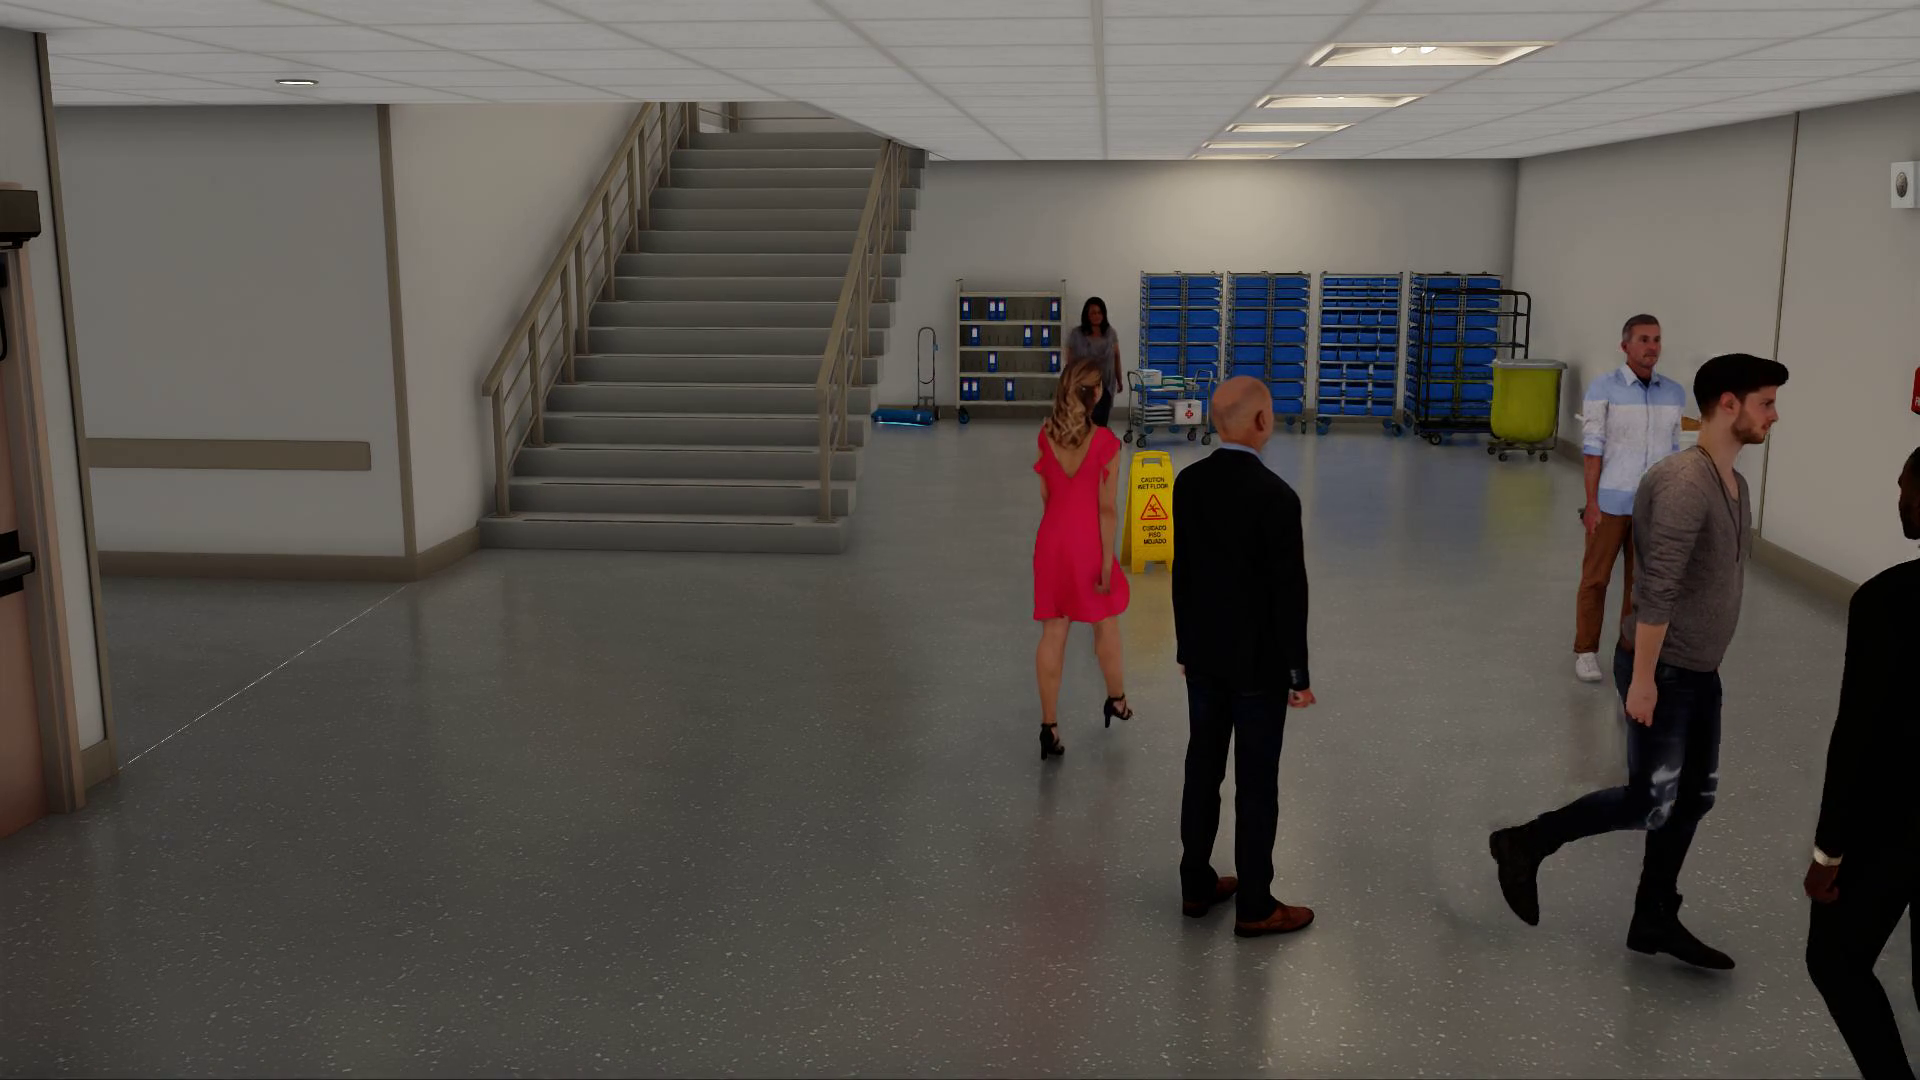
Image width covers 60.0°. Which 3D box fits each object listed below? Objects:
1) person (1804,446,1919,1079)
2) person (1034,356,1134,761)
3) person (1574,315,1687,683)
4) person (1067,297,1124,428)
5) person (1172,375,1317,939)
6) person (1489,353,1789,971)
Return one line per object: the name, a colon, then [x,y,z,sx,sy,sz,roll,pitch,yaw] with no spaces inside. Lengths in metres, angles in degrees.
person: [2.172,0.689,3.684,0.736,1.788,0.787,-2,11,-9]
person: [0.438,0.092,7.052,0.797,1.705,0.997,6,12,27]
person: [3.341,-0.213,8.328,0.726,1.829,0.644,-1,11,-6]
person: [1.255,-1.497,15.749,0.738,1.585,0.787,-2,11,-13]
person: [0.891,0.368,5.346,0.814,1.799,0.754,-9,14,-39]
person: [2.080,0.382,5.062,1.051,1.877,1.081,-10,14,-42]
